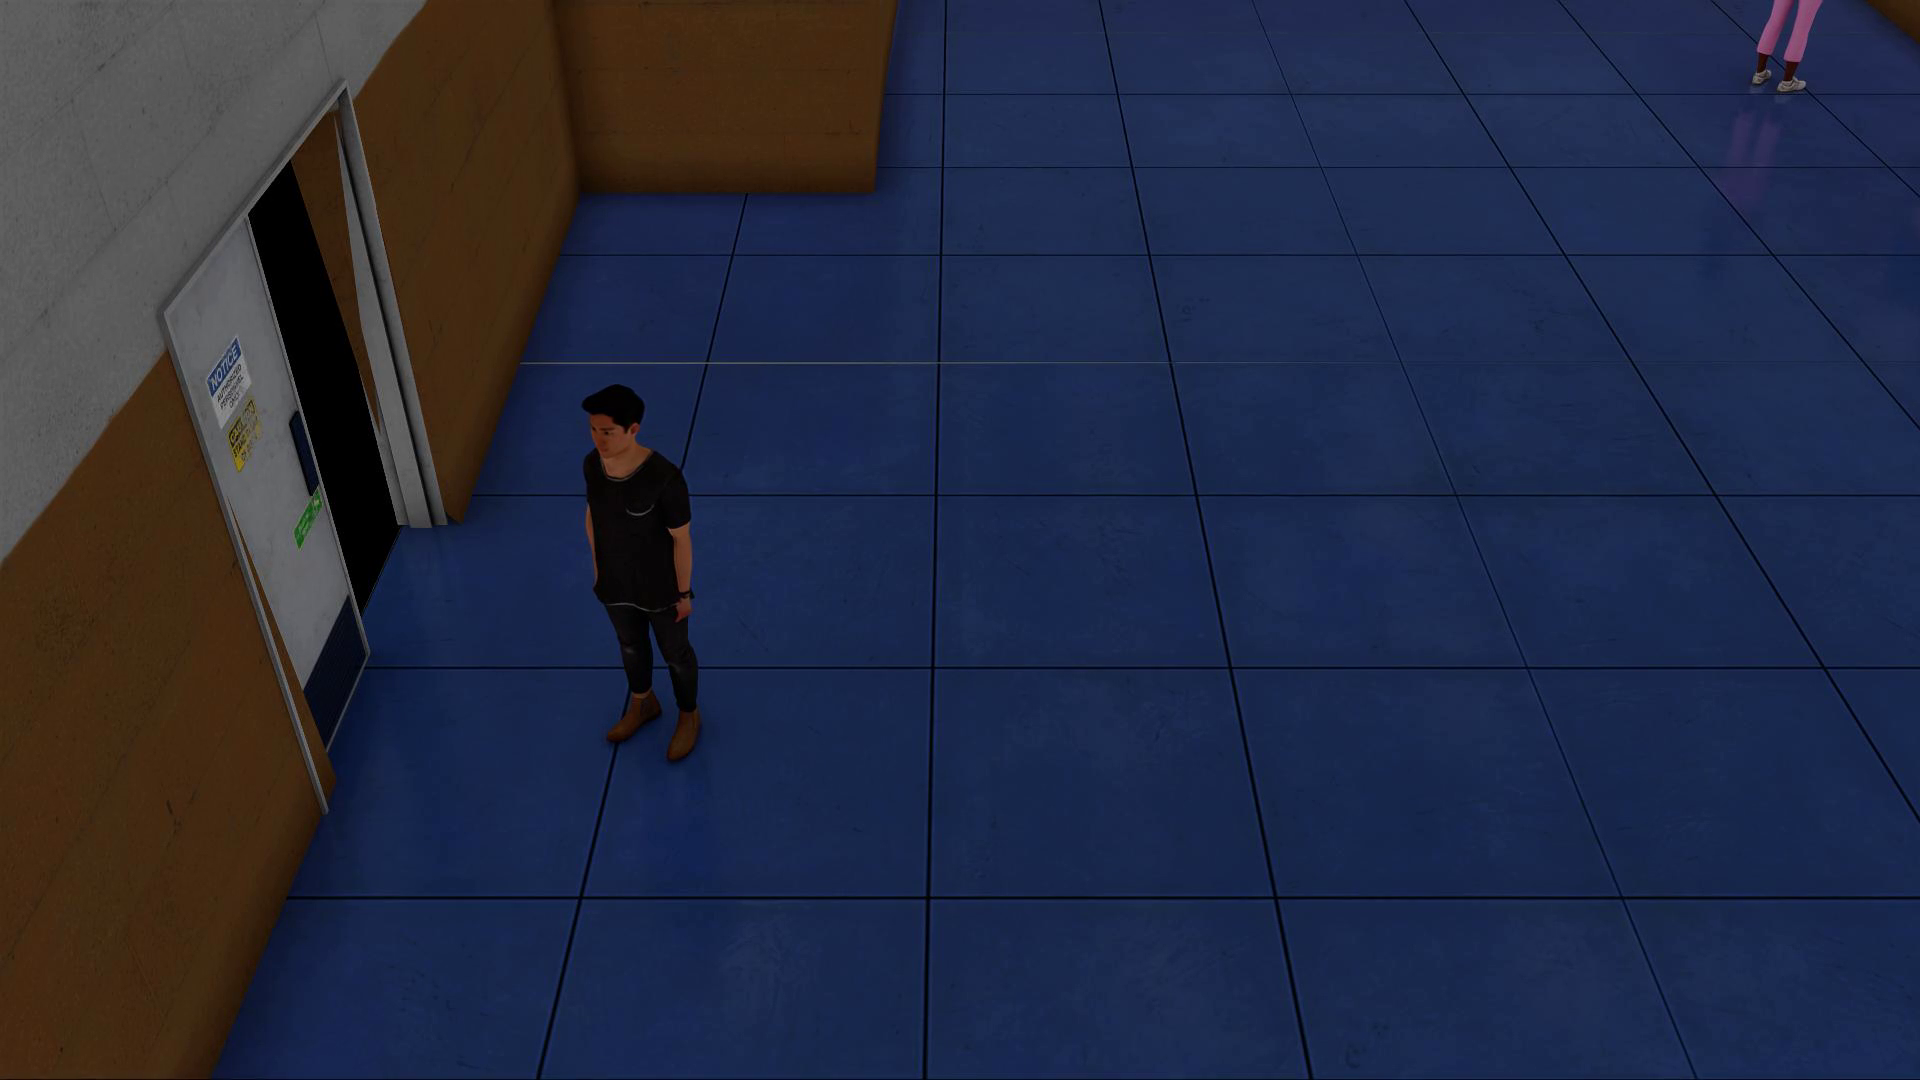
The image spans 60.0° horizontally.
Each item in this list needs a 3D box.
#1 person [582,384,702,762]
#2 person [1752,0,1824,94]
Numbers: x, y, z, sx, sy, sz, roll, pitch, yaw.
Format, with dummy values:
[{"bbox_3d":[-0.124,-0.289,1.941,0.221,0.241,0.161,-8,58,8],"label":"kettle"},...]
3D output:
[{"bbox_3d":[-1.263,0.120,6.620,0.631,1.717,0.758,15,39,19],"label":"person"},{"bbox_3d":[6.305,-4.230,12.396,0.692,1.741,0.651,-26,44,-30],"label":"person"}]
